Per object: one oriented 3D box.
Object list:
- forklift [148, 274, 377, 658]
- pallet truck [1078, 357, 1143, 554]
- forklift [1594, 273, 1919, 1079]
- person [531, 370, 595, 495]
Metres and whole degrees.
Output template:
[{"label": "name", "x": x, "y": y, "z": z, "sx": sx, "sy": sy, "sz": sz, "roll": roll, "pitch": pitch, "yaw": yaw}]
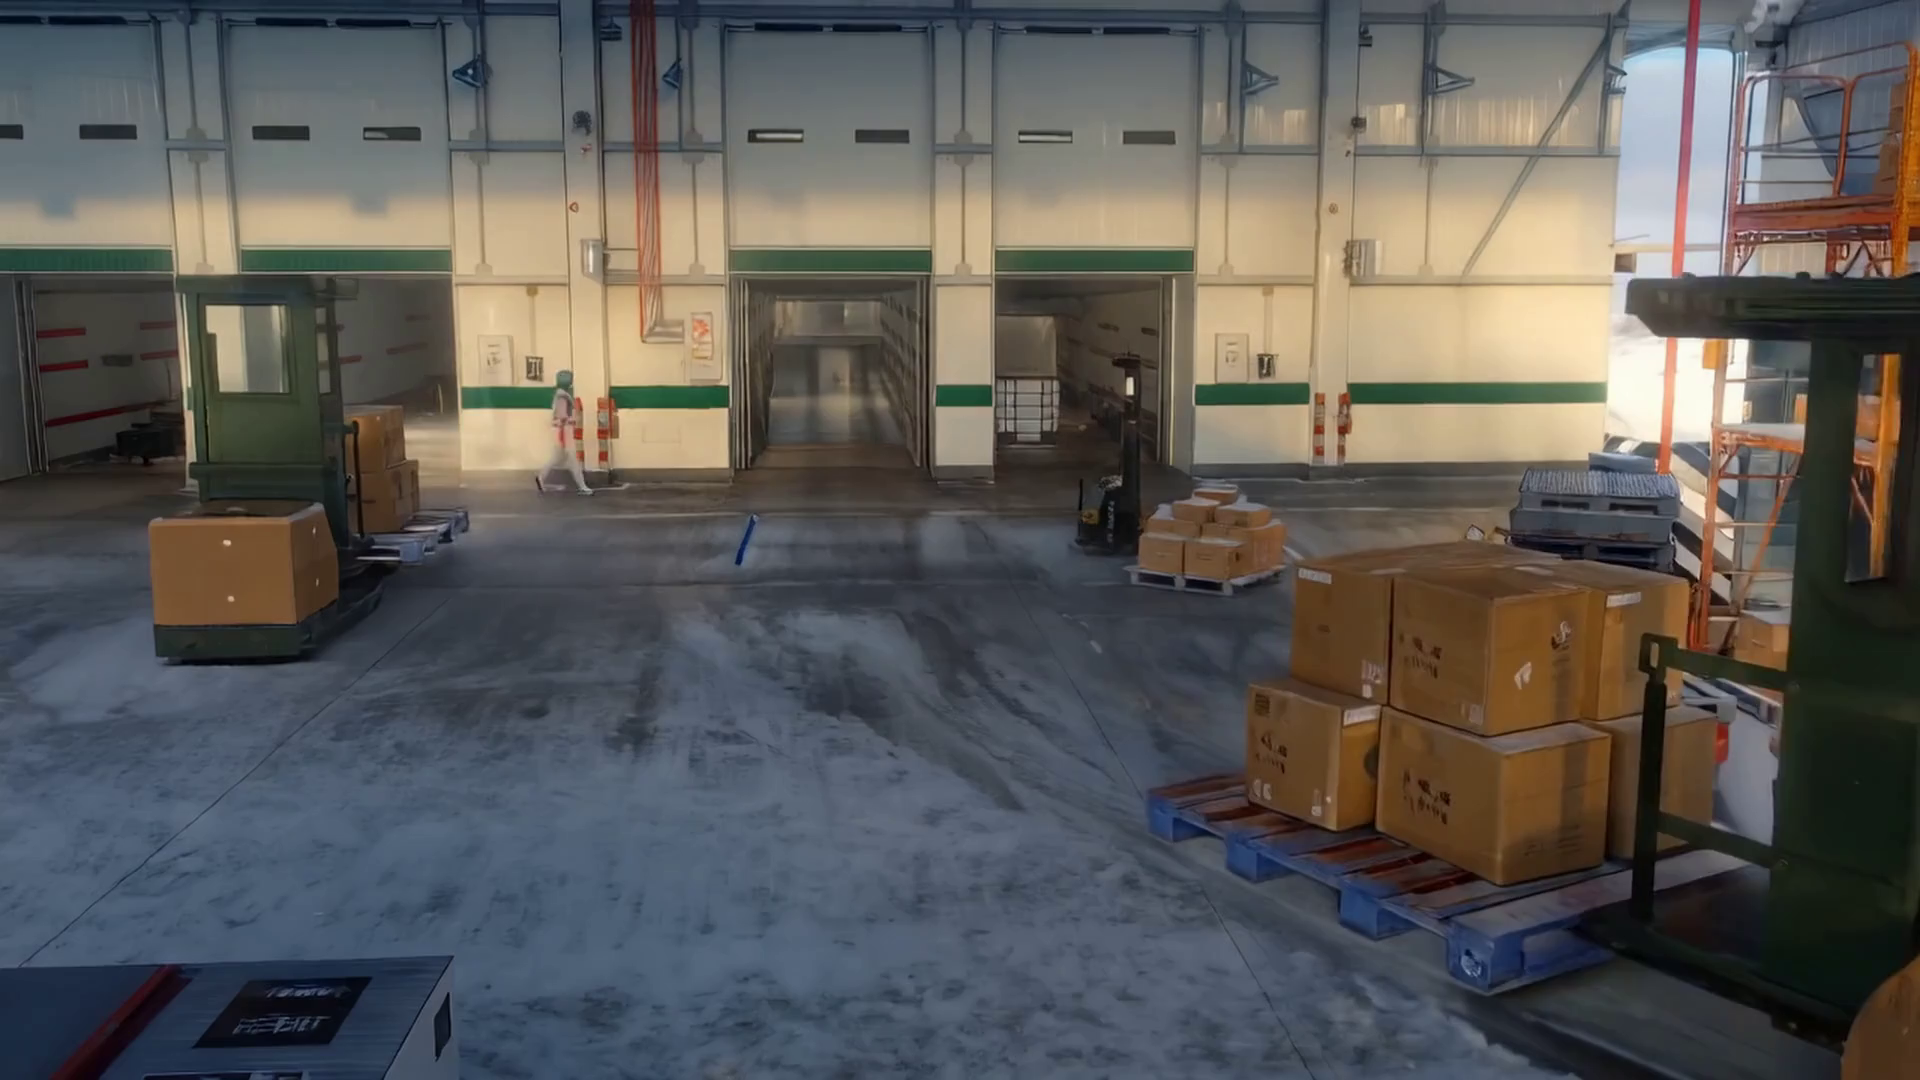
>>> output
[{"label": "forklift", "x": -5.348, "y": -0.627, "z": 12.681, "sx": 1.129, "sy": 2.768, "sz": 1.873, "roll": -1, "pitch": 9, "yaw": -4}, {"label": "pallet truck", "x": 2.088, "y": -0.836, "z": 16.757, "sx": 1.885, "sy": 1.965, "sz": 0.823, "roll": 2, "pitch": 9, "yaw": 13}, {"label": "forklift", "x": 3.113, "y": 0.608, "z": 4.931, "sx": 1.129, "sy": 2.768, "sz": 1.873, "roll": -5, "pitch": 11, "yaw": -30}, {"label": "person", "x": -5.098, "y": -1.363, "z": 21.247, "sx": 0.742, "sy": 1.614, "sz": 0.513, "roll": -2, "pitch": 9, "yaw": -15}]
